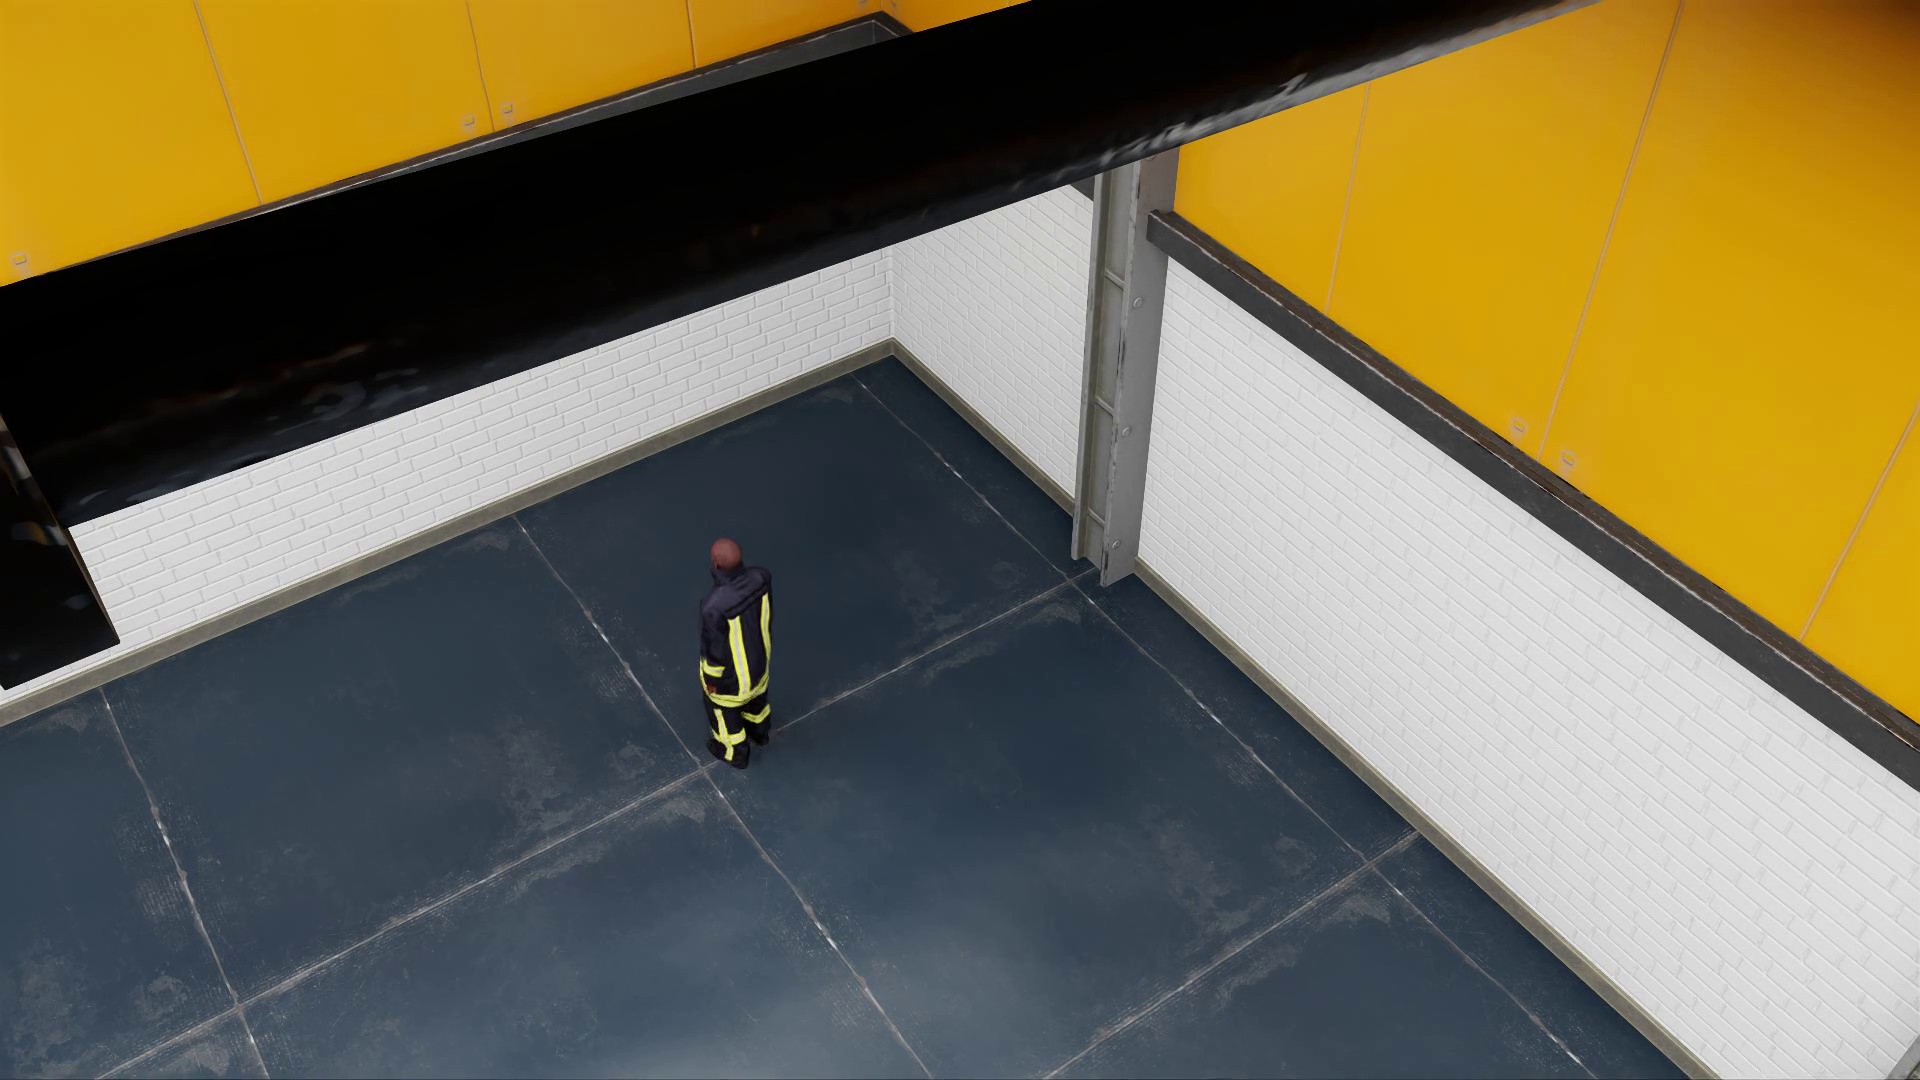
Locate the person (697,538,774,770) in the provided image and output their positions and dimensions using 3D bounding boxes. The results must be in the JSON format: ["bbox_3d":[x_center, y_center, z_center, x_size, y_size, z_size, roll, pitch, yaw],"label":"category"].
[{"bbox_3d":[-1.338,0.696,10.244,0.841,1.821,0.856,27,50,26],"label":"person"}]
